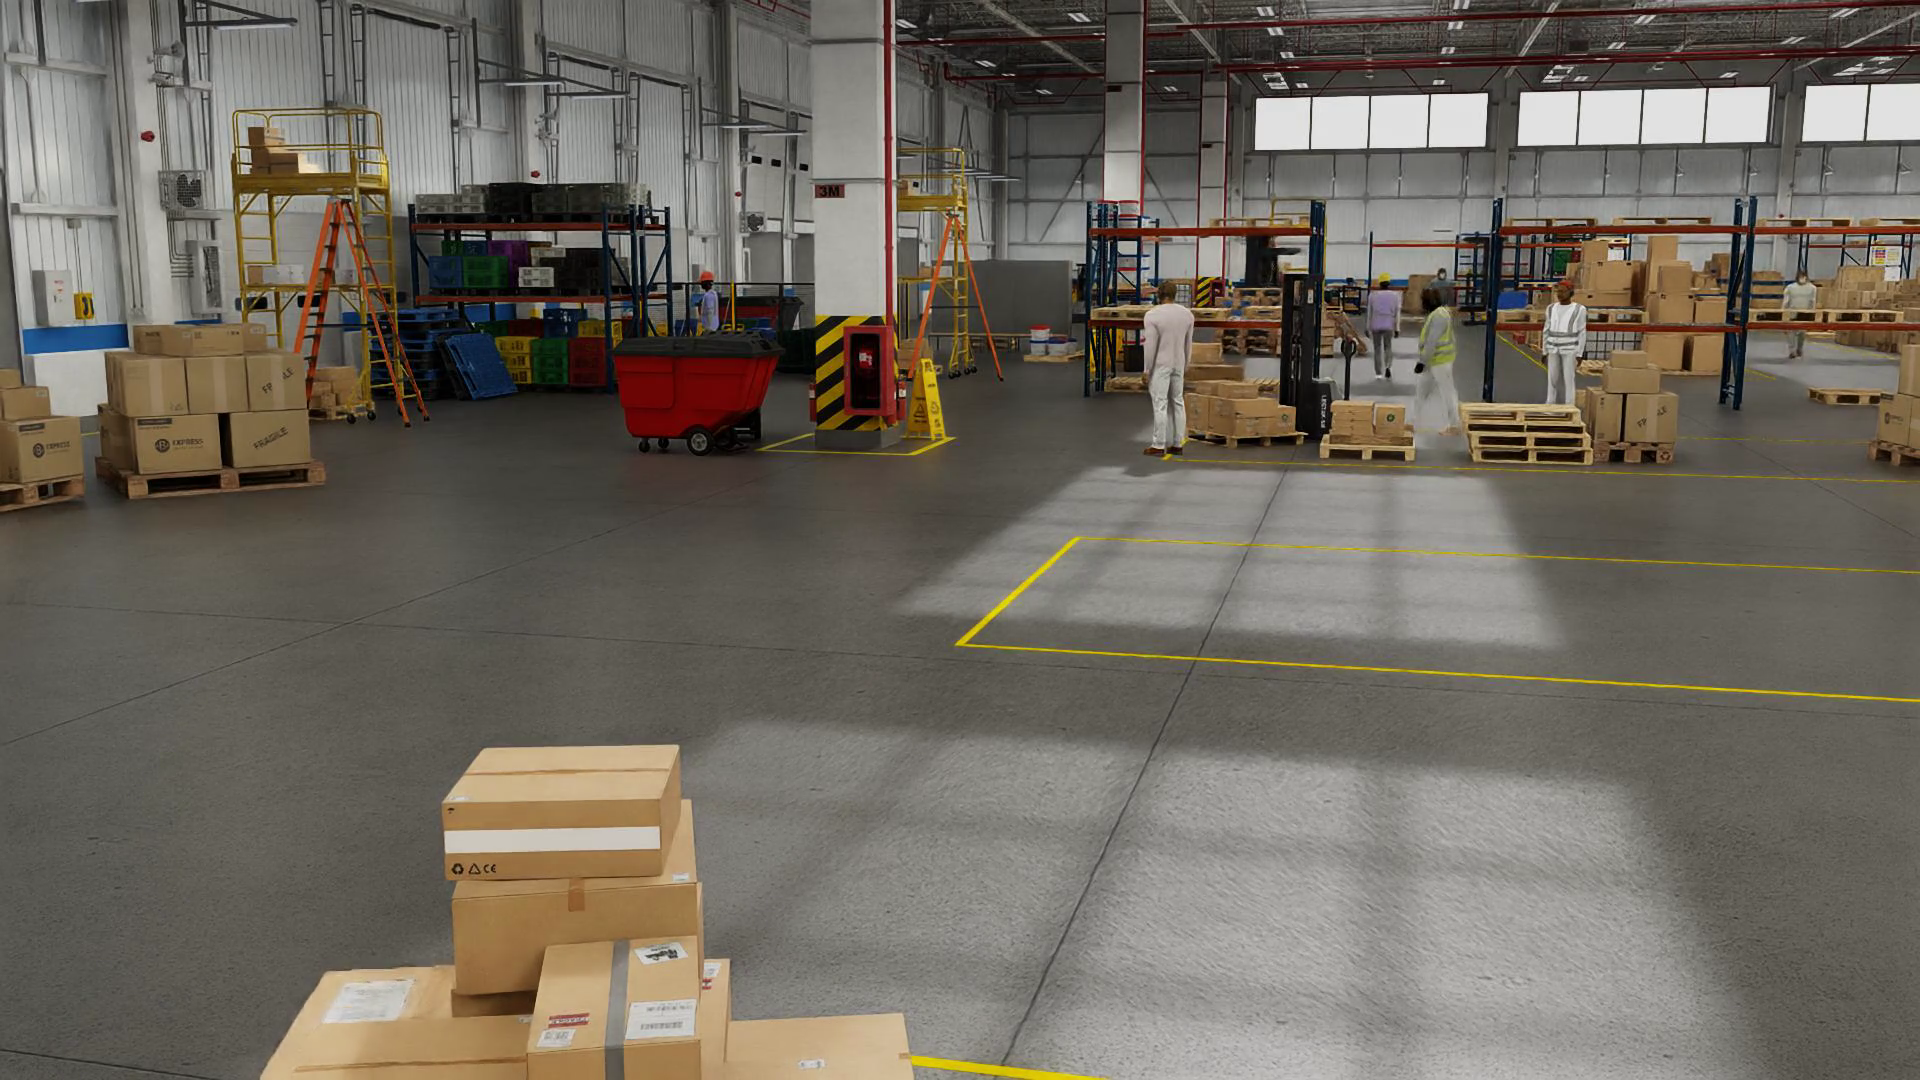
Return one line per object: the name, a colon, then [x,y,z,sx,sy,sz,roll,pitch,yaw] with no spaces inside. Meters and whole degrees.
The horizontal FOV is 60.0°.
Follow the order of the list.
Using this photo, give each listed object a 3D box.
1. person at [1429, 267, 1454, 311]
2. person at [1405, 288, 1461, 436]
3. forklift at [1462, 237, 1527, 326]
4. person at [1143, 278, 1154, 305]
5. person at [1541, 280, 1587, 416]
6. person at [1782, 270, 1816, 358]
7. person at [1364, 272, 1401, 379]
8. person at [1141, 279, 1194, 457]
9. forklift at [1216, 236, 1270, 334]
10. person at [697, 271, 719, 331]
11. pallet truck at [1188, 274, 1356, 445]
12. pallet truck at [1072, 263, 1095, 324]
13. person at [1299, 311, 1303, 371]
person: [12.529,-6.117,43.264,0.630,1.921,0.594,0,10,0]
person: [5.738,-2.173,20.373,0.916,1.790,0.655,2,10,10]
forklift: [16.897,-8.150,52.391,1.873,2.768,1.129,2,10,14]
person: [4.874,-5.981,43.220,0.879,1.643,0.551,-5,11,-25]
person: [7.897,-2.457,21.802,0.359,1.883,0.573,-8,13,-41]
person: [18.058,-4.851,35.803,0.665,1.913,0.668,3,10,18]
person: [7.569,-3.838,29.847,0.591,1.912,0.410,1,10,6]
person: [2.261,-1.877,18.229,0.630,1.938,0.372,-5,11,-29]
forklift: [7.862,-6.770,44.262,1.873,2.768,1.129,6,12,33]
person: [-4.468,-3.792,29.504,0.365,1.935,0.552,0,10,-2]
pallet truck: [3.653,-2.138,19.590,1.885,1.965,0.823,-4,10,-20]
pallet truck: [4.325,-8.180,55.162,0.823,1.965,1.885,6,11,31]
person: [6.706,-4.095,31.872,0.484,1.739,0.319,-8,12,-39]
